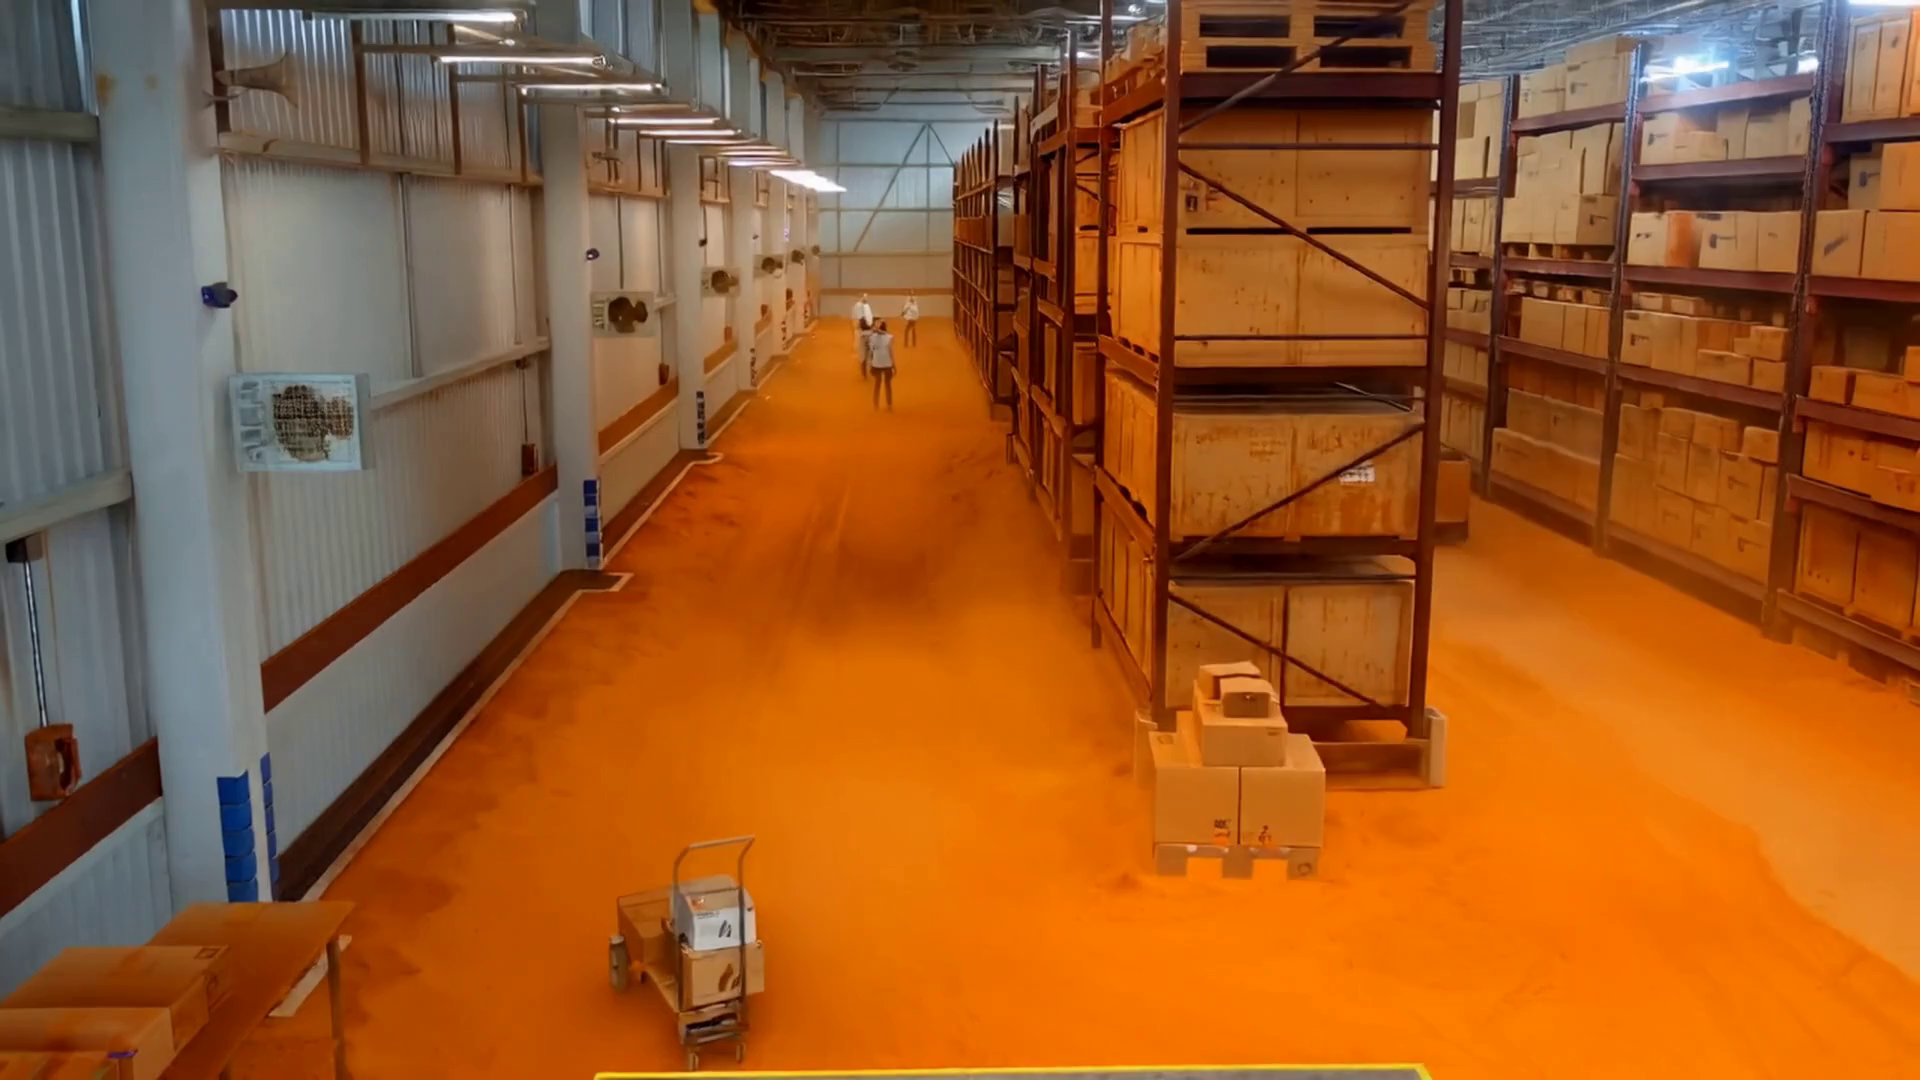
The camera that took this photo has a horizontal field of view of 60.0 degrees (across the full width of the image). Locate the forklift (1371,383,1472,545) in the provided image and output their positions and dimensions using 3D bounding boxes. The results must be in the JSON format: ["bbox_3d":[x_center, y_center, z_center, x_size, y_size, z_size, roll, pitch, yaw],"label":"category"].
[{"bbox_3d":[5.468,-1.396,21.114,1.873,2.768,1.129,0,11,1],"label":"forklift"}]

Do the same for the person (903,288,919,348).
[{"bbox_3d":[-1.570,-7.155,53.574,0.544,1.929,0.390,-4,12,-21],"label":"person"}]

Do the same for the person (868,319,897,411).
[{"bbox_3d":[-1.665,-3.756,35.728,0.614,1.988,0.404,-3,11,-16],"label":"person"}]

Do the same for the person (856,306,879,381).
[{"bbox_3d":[-2.358,-5.034,42.586,0.602,1.906,0.405,-2,11,-8],"label":"person"}]

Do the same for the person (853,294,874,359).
[{"bbox_3d":[-2.856,-6.321,49.276,0.650,1.906,0.401,0,11,-1],"label":"person"}]
